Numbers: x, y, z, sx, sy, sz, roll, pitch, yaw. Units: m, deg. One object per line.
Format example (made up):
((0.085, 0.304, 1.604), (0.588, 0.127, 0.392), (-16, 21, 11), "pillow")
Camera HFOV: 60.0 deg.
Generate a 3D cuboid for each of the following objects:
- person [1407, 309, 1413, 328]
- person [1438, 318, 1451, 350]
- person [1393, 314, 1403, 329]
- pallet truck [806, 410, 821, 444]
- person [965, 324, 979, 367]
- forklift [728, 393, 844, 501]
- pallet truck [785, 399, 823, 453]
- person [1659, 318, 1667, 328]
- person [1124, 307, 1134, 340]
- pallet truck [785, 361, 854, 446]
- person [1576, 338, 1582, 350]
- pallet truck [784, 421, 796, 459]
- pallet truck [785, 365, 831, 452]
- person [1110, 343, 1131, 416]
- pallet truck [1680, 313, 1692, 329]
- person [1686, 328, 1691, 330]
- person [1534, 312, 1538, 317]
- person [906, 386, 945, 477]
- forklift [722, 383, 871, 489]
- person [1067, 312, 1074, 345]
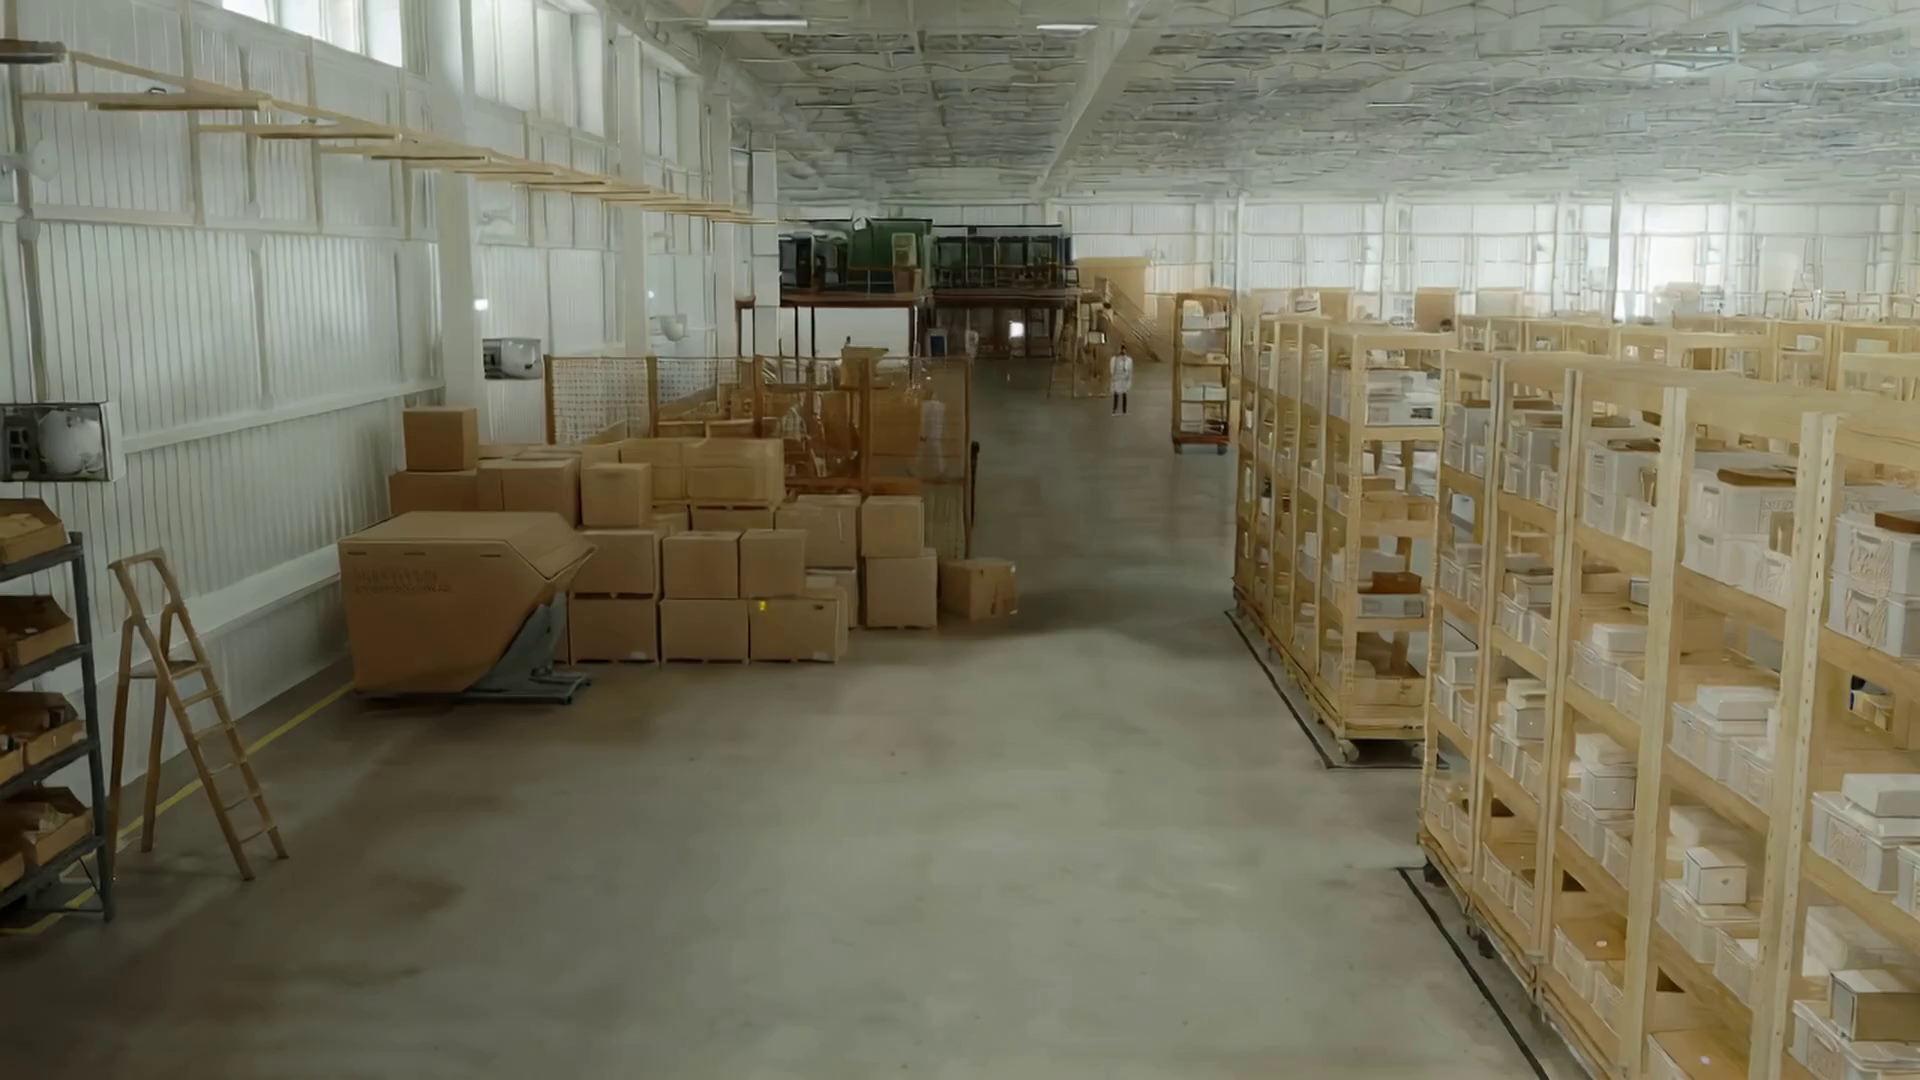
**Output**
((25.599, -12.179, 94.655), (0.395, 1.920, 0.584), (6, 11, 31), "person")
((22.049, -9.122, 75.736), (0.551, 1.937, 0.357), (4, 10, 25), "person")
((21.854, -10.315, 83.097), (0.377, 1.938, 0.633), (-5, 10, -27), "person")
((-3.559, -2.018, 33.905), (1.522, 1.261, 0.704), (0, 9, -1), "pallet truck")
((0.521, -8.254, 70.710), (0.594, 1.844, 0.962), (-1, 9, -5), "person")
((-2.979, -1.316, 26.476), (2.680, 1.987, 1.157), (0, 9, 1), "forklift")
((-3.814, -2.432, 36.419), (1.630, 1.274, 0.653), (0, 9, 1), "pallet truck")
((32.518, -9.383, 77.480), (0.726, 1.896, 0.619), (8, 12, 42), "person")
((9.943, -12.749, 98.078), (0.615, 1.944, 0.404), (-4, 10, -22), "person")
((-3.410, -3.193, 38.978), (1.885, 1.965, 0.823), (0, 9, -1), "pallet truck")
((24.796, -7.808, 67.312), (0.681, 2.000, 0.536), (2, 10, 15), "person")
((-4.013, -1.793, 32.705), (1.601, 1.201, 0.680), (0, 9, 1), "pallet truck")
((-3.774, -2.976, 37.635), (1.885, 1.965, 0.823), (1, 9, 5), "pallet truck")
((4.550, -4.548, 47.183), (0.611, 2.048, 0.361), (2, 9, 11), "person")
((36.315, -10.531, 84.244), (0.823, 1.965, 1.885), (-6, 11, -33), "pallet truck")
((26.677, -6.784, 61.161), (0.394, 1.983, 0.625), (-4, 10, -25), "person")
((31.177, -11.399, 90.093), (0.644, 1.842, 0.429), (-1, 9, -9), "person")
((-0.646, -2.056, 32.347), (0.676, 1.863, 0.961), (-7, 12, -38), "person")
((-2.893, -1.687, 28.729), (2.680, 1.987, 1.157), (0, 9, -1), "forklift")
((5.953, -11.728, 92.200), (0.837, 1.818, 0.632), (-6, 11, -33), "person")
